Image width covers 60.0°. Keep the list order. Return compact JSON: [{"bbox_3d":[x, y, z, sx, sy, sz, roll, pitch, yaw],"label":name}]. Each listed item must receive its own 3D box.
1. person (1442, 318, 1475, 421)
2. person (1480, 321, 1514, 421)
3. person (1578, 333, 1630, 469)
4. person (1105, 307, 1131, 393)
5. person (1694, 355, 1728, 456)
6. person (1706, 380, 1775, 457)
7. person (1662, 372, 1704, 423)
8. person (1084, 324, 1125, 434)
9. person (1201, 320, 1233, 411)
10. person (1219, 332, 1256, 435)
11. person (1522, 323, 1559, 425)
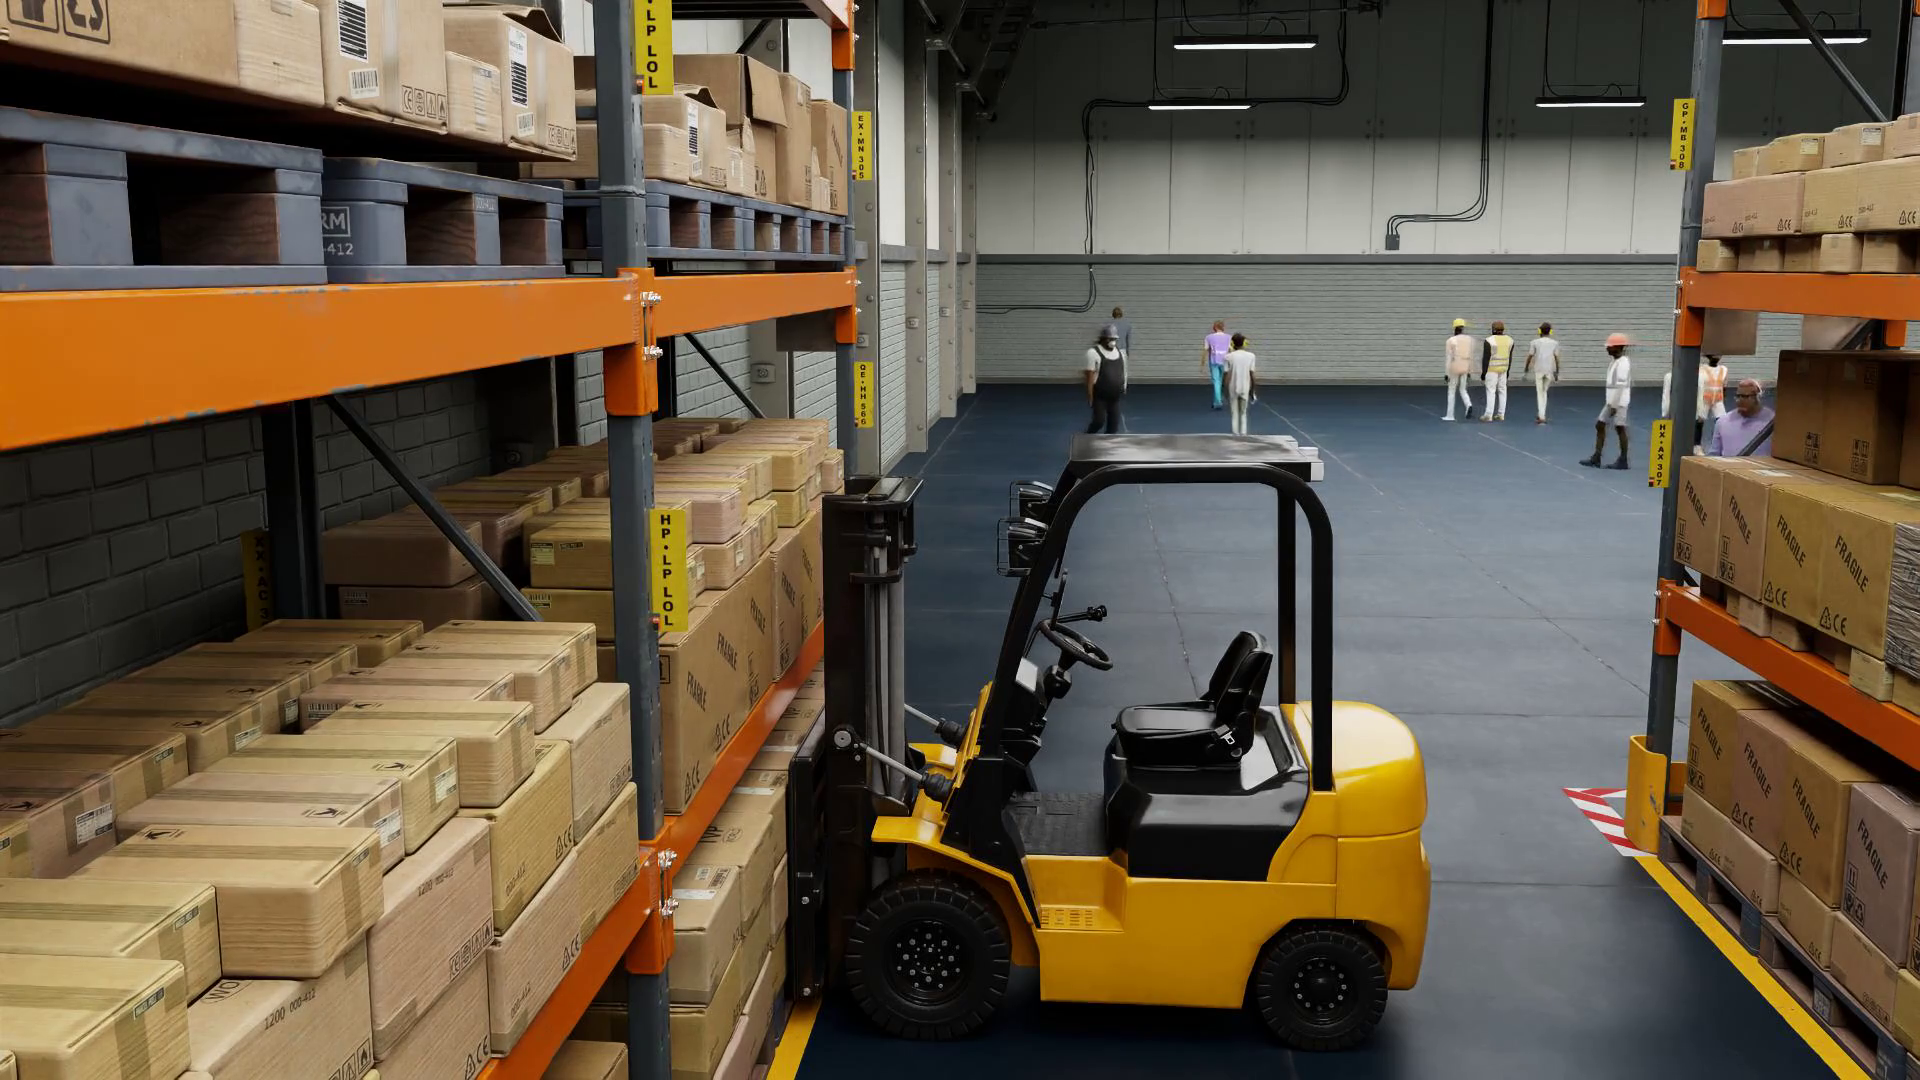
[{"bbox_3d":[9.192,-3.125,30.586,0.635,1.904,0.594,-3,10,-16],"label":"person"},{"bbox_3d":[9.904,-3.122,30.765,0.626,1.844,0.429,-3,10,-20],"label":"person"},{"bbox_3d":[9.083,-1.941,23.373,0.780,1.913,0.571,1,9,6],"label":"person"},{"bbox_3d":[3.526,-4.245,37.283,0.630,1.936,0.366,-3,10,-17],"label":"person"},{"bbox_3d":[11.144,-2.038,24.663,0.534,1.673,0.686,0,9,-1],"label":"person"},{"bbox_3d":[6.778,-0.452,14.502,0.890,1.867,0.676,-7,12,-37],"label":"person"},{"bbox_3d":[9.885,-1.758,22.780,0.524,1.739,0.661,4,10,24],"label":"person"},{"bbox_3d":[2.148,-2.197,24.553,0.687,2.000,0.669,-5,11,-29],"label":"person"},{"bbox_3d":[5.136,-3.475,33.064,0.611,1.794,0.976,-1,9,-9],"label":"person"},{"bbox_3d":[4.248,-2.254,25.469,0.551,1.850,0.508,-1,9,-3],"label":"person"},{"bbox_3d":[10.538,-3.025,30.228,0.531,1.830,0.915,-1,9,-4],"label":"person"}]
